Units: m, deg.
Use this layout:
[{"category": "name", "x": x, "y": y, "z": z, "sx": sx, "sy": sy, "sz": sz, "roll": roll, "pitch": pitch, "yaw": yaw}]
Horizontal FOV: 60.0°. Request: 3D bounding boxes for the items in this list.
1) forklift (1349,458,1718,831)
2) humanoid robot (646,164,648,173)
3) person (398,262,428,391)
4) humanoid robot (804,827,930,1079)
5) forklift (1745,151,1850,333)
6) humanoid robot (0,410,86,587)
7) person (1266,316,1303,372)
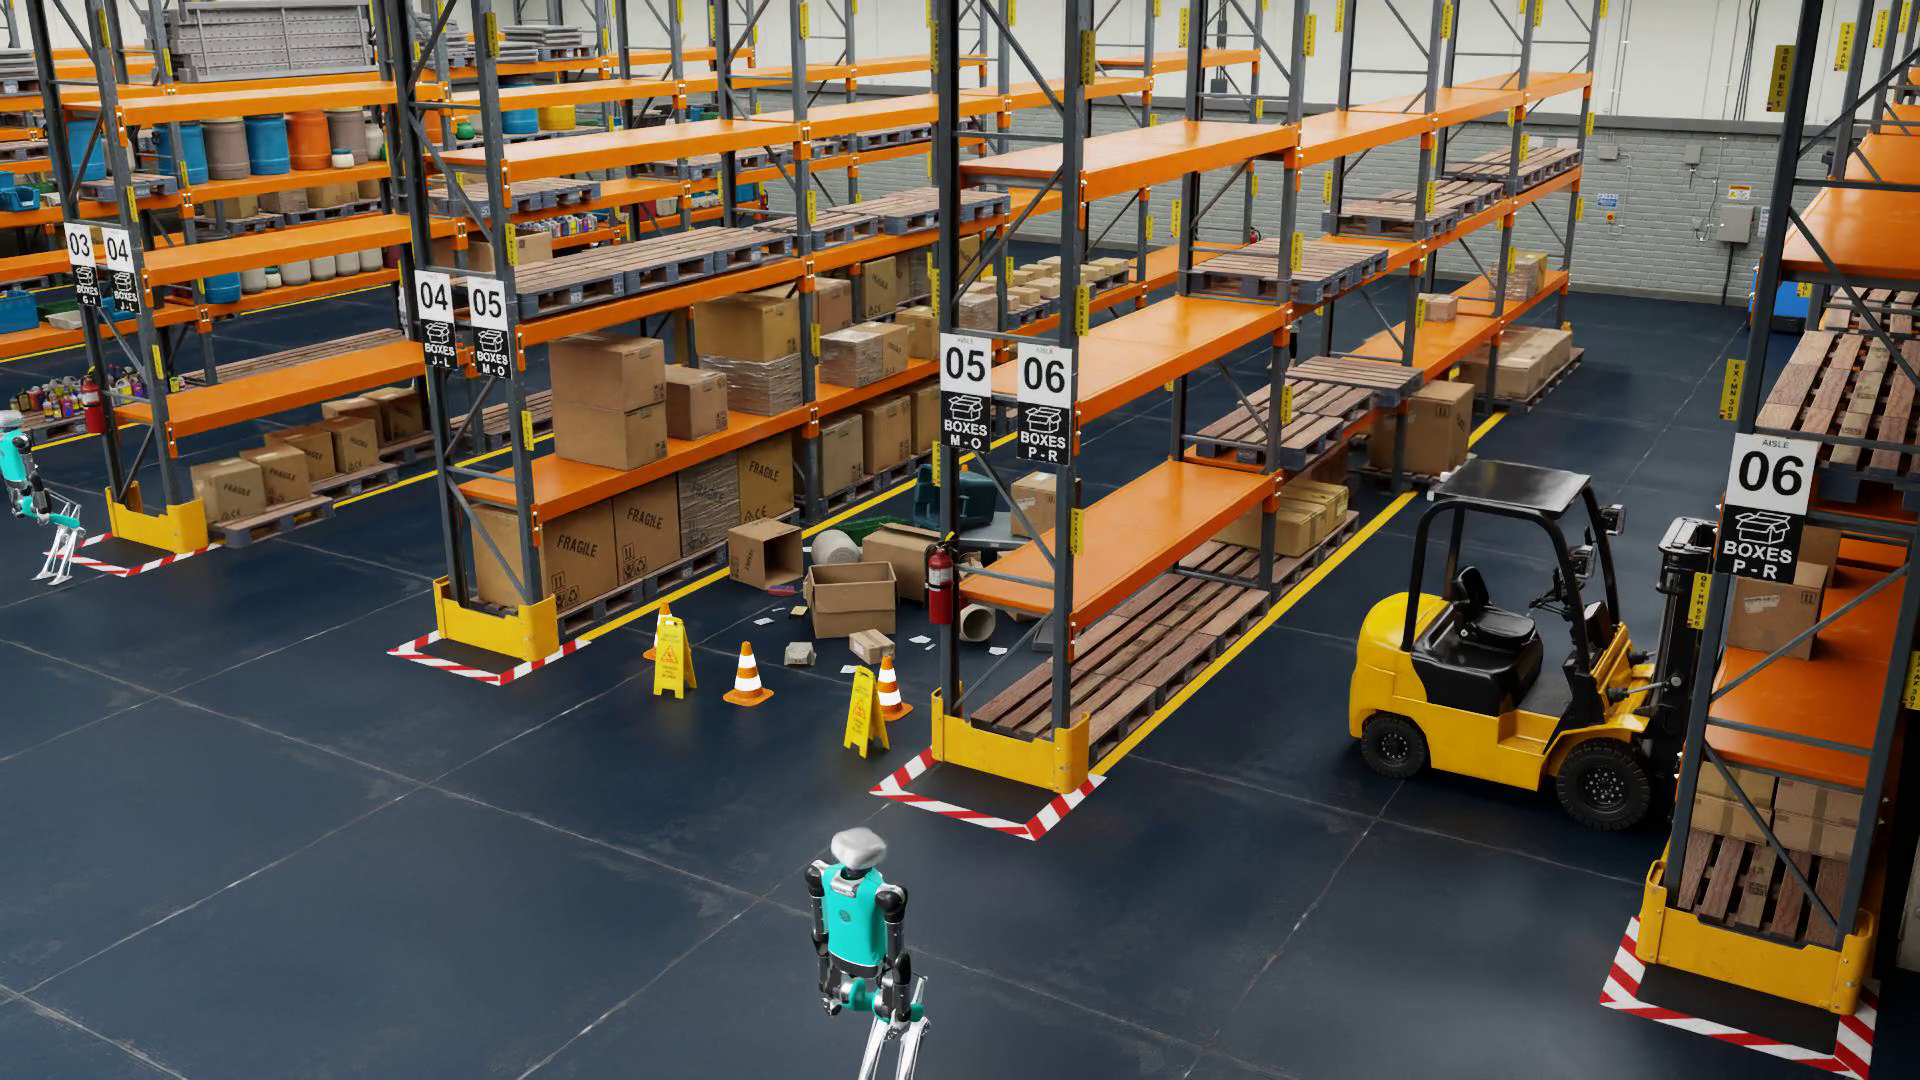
[{"category": "forklift", "x": 3.988, "y": 0.658, "z": 11.776, "sx": 2.313, "sy": 2.155, "sz": 1.214, "roll": 11, "pitch": 22, "yaw": 29}, {"category": "humanoid robot", "x": -6.997, "y": -7.900, "z": 37.282, "sx": 0.599, "sy": 1.654, "sz": 0.315, "roll": 11, "pitch": 22, "yaw": 29}, {"category": "person", "x": -7.328, "y": -2.861, "z": 22.488, "sx": 0.623, "sy": 1.841, "sz": 0.431, "roll": 12, "pitch": 22, "yaw": 31}, {"category": "humanoid robot", "x": -0.363, "y": 2.094, "z": 8.114, "sx": 0.533, "sy": 1.675, "sz": 0.735, "roll": 11, "pitch": 22, "yaw": 29}, {"category": "forklift", "x": 13.620, "y": -4.667, "z": 26.137, "sx": 1.873, "sy": 2.768, "sz": 1.129, "roll": 11, "pitch": 22, "yaw": 29}, {"category": "humanoid robot", "x": -8.451, "y": -0.424, "z": 15.392, "sx": 0.533, "sy": 1.675, "sz": 0.735, "roll": 11, "pitch": 22, "yaw": 29}, {"category": "person", "x": 4.685, "y": -3.250, "z": 23.818, "sx": 0.534, "sy": 1.698, "sz": 0.322, "roll": 12, "pitch": 22, "yaw": 31}]
